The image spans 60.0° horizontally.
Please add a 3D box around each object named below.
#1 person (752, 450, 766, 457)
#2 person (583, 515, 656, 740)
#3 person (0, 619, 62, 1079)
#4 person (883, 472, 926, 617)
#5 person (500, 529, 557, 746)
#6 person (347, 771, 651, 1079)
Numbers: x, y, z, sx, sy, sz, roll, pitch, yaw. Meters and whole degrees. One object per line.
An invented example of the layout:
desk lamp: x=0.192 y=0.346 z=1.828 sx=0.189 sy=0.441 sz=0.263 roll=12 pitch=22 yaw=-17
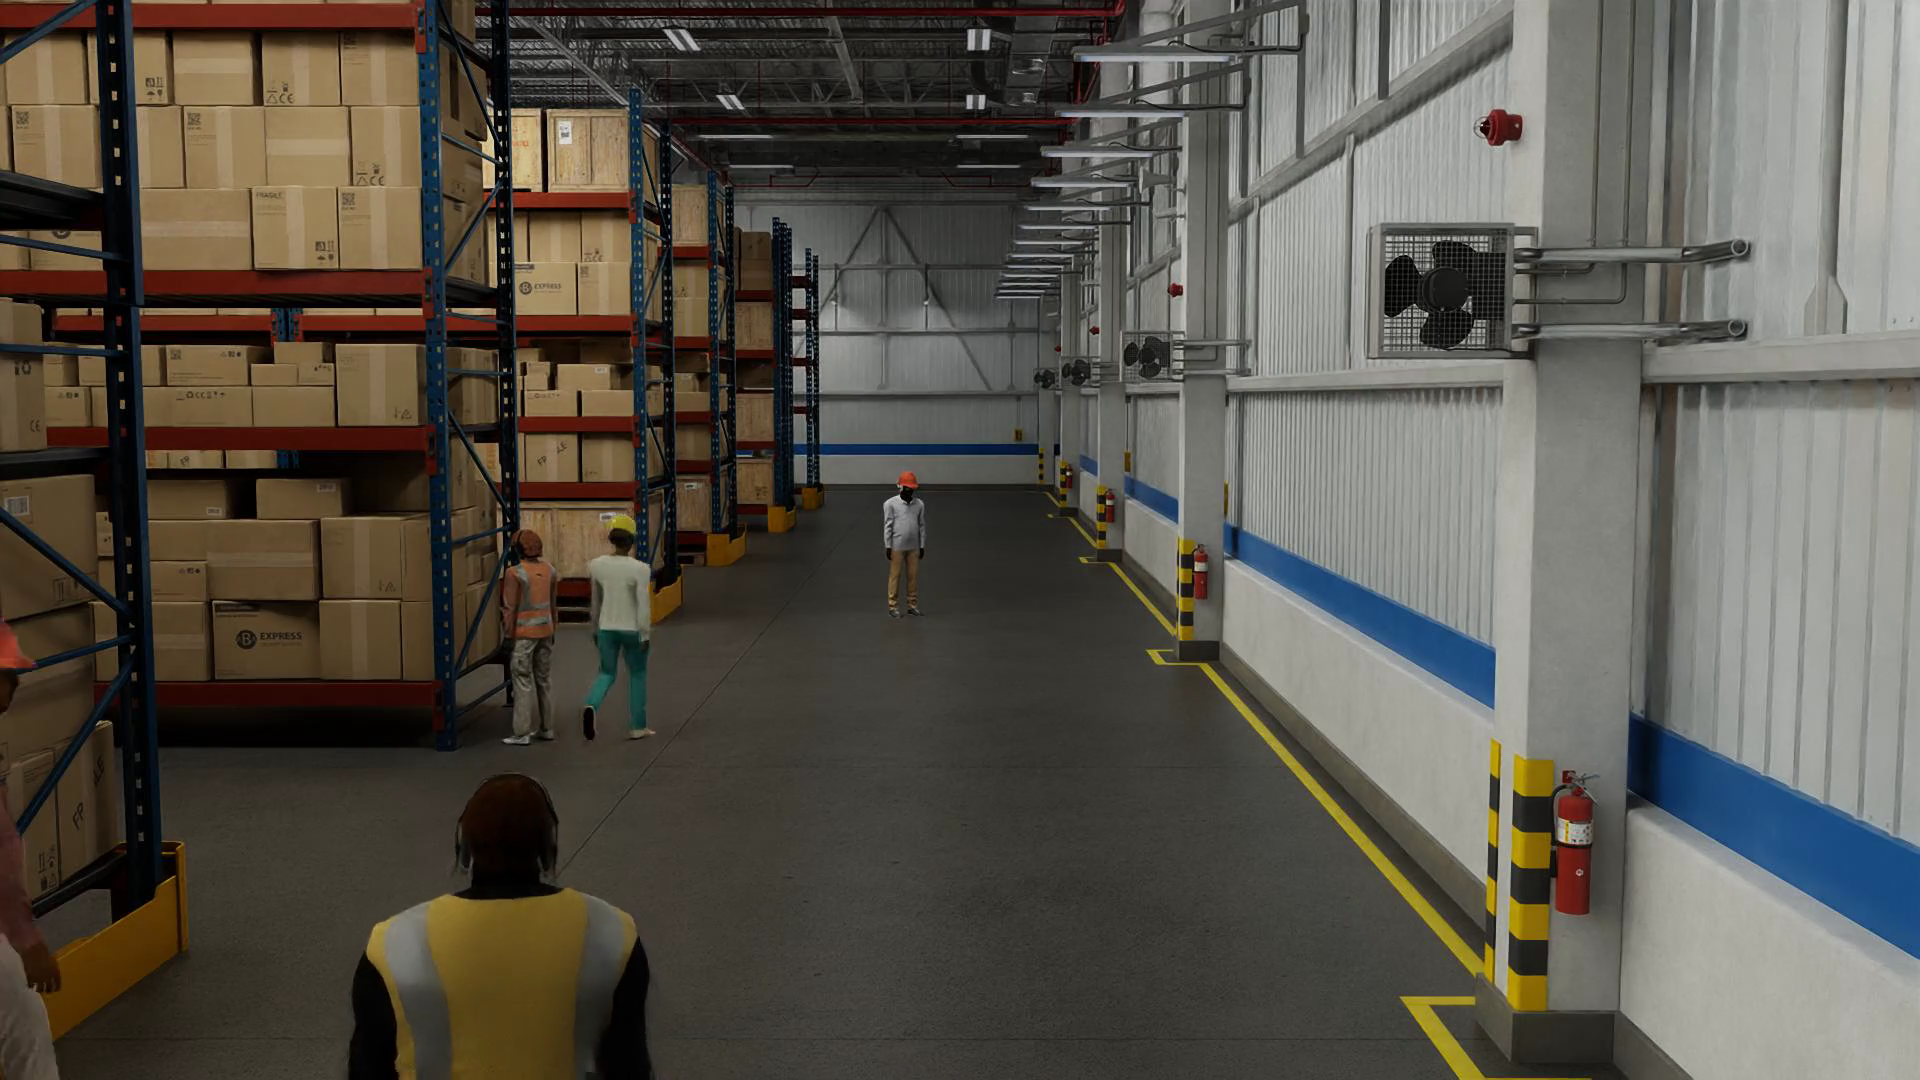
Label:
person: x=-5.039 y=-1.906 z=42.397 sx=0.873 sy=1.801 sz=0.594 roll=1 pitch=5 yaw=10
person: x=-2.591 y=0.683 z=12.548 sx=0.542 sy=1.742 sz=0.654 roll=1 pitch=5 yaw=16
person: x=-2.986 y=1.201 z=5.204 sx=0.939 sy=1.951 sz=0.611 roll=-3 pitch=6 yaw=-35
person: x=-0.643 y=0.054 z=19.840 sx=0.563 sy=1.743 sz=0.349 roll=-3 pitch=6 yaw=-31
person: x=-3.245 y=0.733 z=12.582 sx=0.314 sy=1.629 sz=0.527 roll=3 pitch=6 yaw=31
person: x=-1.030 y=1.415 z=3.729 sx=0.630 sy=1.791 sz=0.950 roll=-2 pitch=5 yaw=-22
